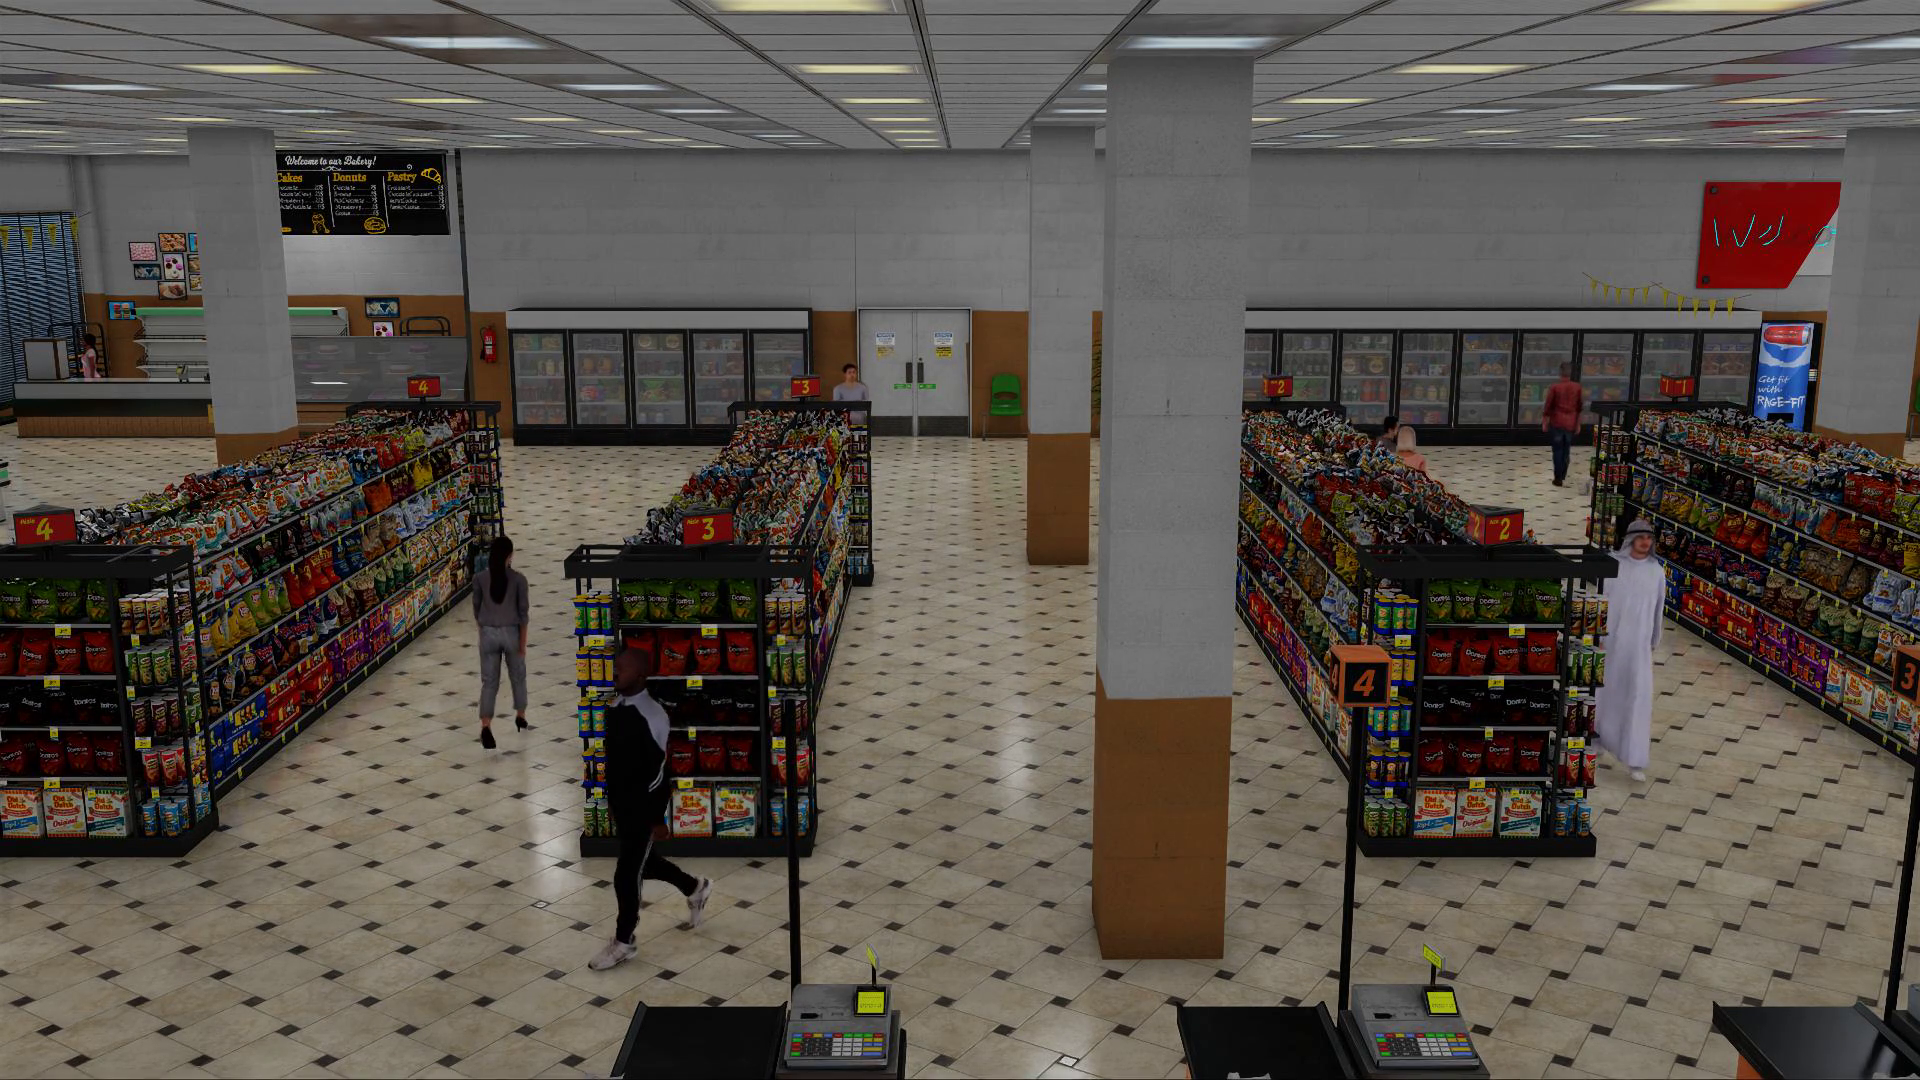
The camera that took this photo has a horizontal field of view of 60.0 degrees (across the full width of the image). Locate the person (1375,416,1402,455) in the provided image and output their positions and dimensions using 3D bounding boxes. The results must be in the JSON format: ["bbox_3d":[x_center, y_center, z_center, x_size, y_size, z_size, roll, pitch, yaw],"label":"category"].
[{"bbox_3d":[4.888,-0.598,19.525,0.827,1.735,0.863,-3,12,-15],"label":"person"}]

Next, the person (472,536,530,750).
[{"bbox_3d":[-3.604,0.835,12.956,0.646,1.637,1.081,-1,12,-4],"label":"person"}]

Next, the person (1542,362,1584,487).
[{"bbox_3d":[8.921,-1.693,24.525,0.704,1.817,0.694,0,12,-1],"label":"person"}]

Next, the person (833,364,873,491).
[{"bbox_3d":[-1.595,-1.638,24.189,0.804,1.847,0.851,-5,13,-24],"label":"person"}]

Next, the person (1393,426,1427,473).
[{"bbox_3d":[5.005,-0.424,18.726,0.640,1.724,0.581,2,12,11],"label":"person"}]

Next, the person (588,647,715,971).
[{"bbox_3d":[-1.755,1.485,9.480,1.134,1.798,1.135,-9,15,-37],"label":"person"}]

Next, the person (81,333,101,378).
[{"bbox_3d":[-15.952,-2.933,30.598,0.706,1.741,0.577,-5,13,-23],"label":"person"}]

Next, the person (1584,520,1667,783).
[{"bbox_3d":[4.973,0.788,12.565,0.829,1.891,1.260,2,12,10],"label":"person"}]
